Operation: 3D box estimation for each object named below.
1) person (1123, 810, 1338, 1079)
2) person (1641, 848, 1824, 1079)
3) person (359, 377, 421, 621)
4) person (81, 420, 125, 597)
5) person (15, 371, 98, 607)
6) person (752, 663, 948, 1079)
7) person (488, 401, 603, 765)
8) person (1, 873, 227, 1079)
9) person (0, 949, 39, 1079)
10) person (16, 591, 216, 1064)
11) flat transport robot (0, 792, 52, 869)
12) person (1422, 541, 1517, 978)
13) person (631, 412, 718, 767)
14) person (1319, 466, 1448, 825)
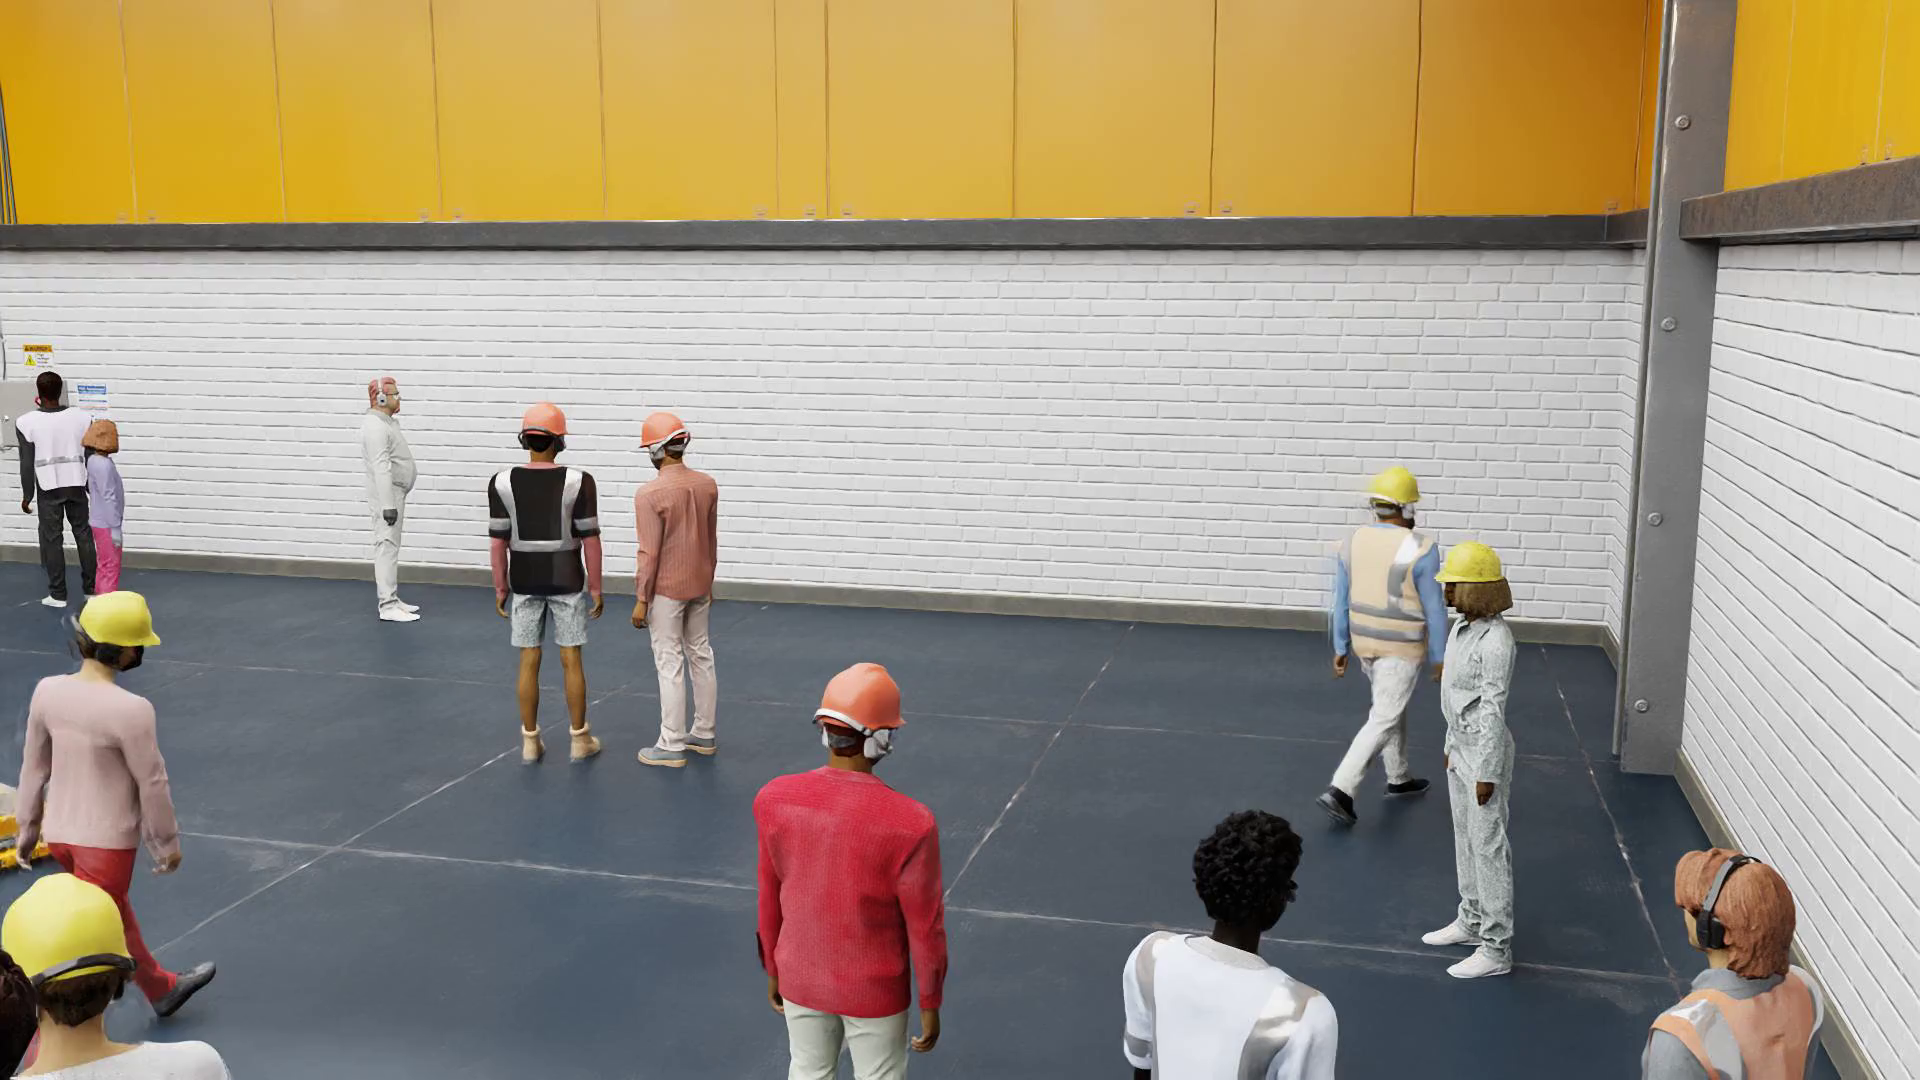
[{"bbox_3d":[0.570,1.403,3.554,0.319,1.687,0.539,-9,13,-43],"label":"person"},{"bbox_3d":[1.575,1.440,3.472,0.511,1.641,0.309,-7,12,-34],"label":"person"},{"bbox_3d":[-4.465,-0.322,13.050,0.409,1.913,0.642,-3,10,-18],"label":"person"},{"bbox_3d":[-6.382,-0.088,12.486,0.278,1.630,0.509,-7,12,-36],"label":"person"},{"bbox_3d":[-7.327,-0.411,13.550,0.587,1.920,0.390,-9,13,-44],"label":"person"},{"bbox_3d":[-0.291,1.196,4.614,0.574,1.740,0.348,4,10,23],"label":"person"},{"bbox_3d":[-2.309,0.242,9.343,0.614,2.040,0.391,0,10,-3],"label":"person"},{"bbox_3d":[-1.531,1.468,2.981,0.570,1.747,0.535,9,13,43],"label":"person"},{"bbox_3d":[-1.436,1.491,2.495,0.317,1.870,0.531,-8,12,-39],"label":"person"},{"bbox_3d":[-2.943,1.011,5.796,0.564,1.698,0.880,4,10,23],"label":"person"},{"bbox_3d":[-4.951,1.350,8.027,1.431,0.197,0.652,6,11,32],"label":"flat transport robot"},{"bbox_3d":[2.029,0.860,6.620,0.343,1.735,0.484,0,10,-1],"label":"person"},{"bbox_3d":[-1.603,0.274,9.323,0.390,1.986,0.609,6,11,32],"label":"person"},{"bbox_3d":[2.134,0.524,8.428,0.906,1.796,0.590,-6,11,-32],"label":"person"}]
